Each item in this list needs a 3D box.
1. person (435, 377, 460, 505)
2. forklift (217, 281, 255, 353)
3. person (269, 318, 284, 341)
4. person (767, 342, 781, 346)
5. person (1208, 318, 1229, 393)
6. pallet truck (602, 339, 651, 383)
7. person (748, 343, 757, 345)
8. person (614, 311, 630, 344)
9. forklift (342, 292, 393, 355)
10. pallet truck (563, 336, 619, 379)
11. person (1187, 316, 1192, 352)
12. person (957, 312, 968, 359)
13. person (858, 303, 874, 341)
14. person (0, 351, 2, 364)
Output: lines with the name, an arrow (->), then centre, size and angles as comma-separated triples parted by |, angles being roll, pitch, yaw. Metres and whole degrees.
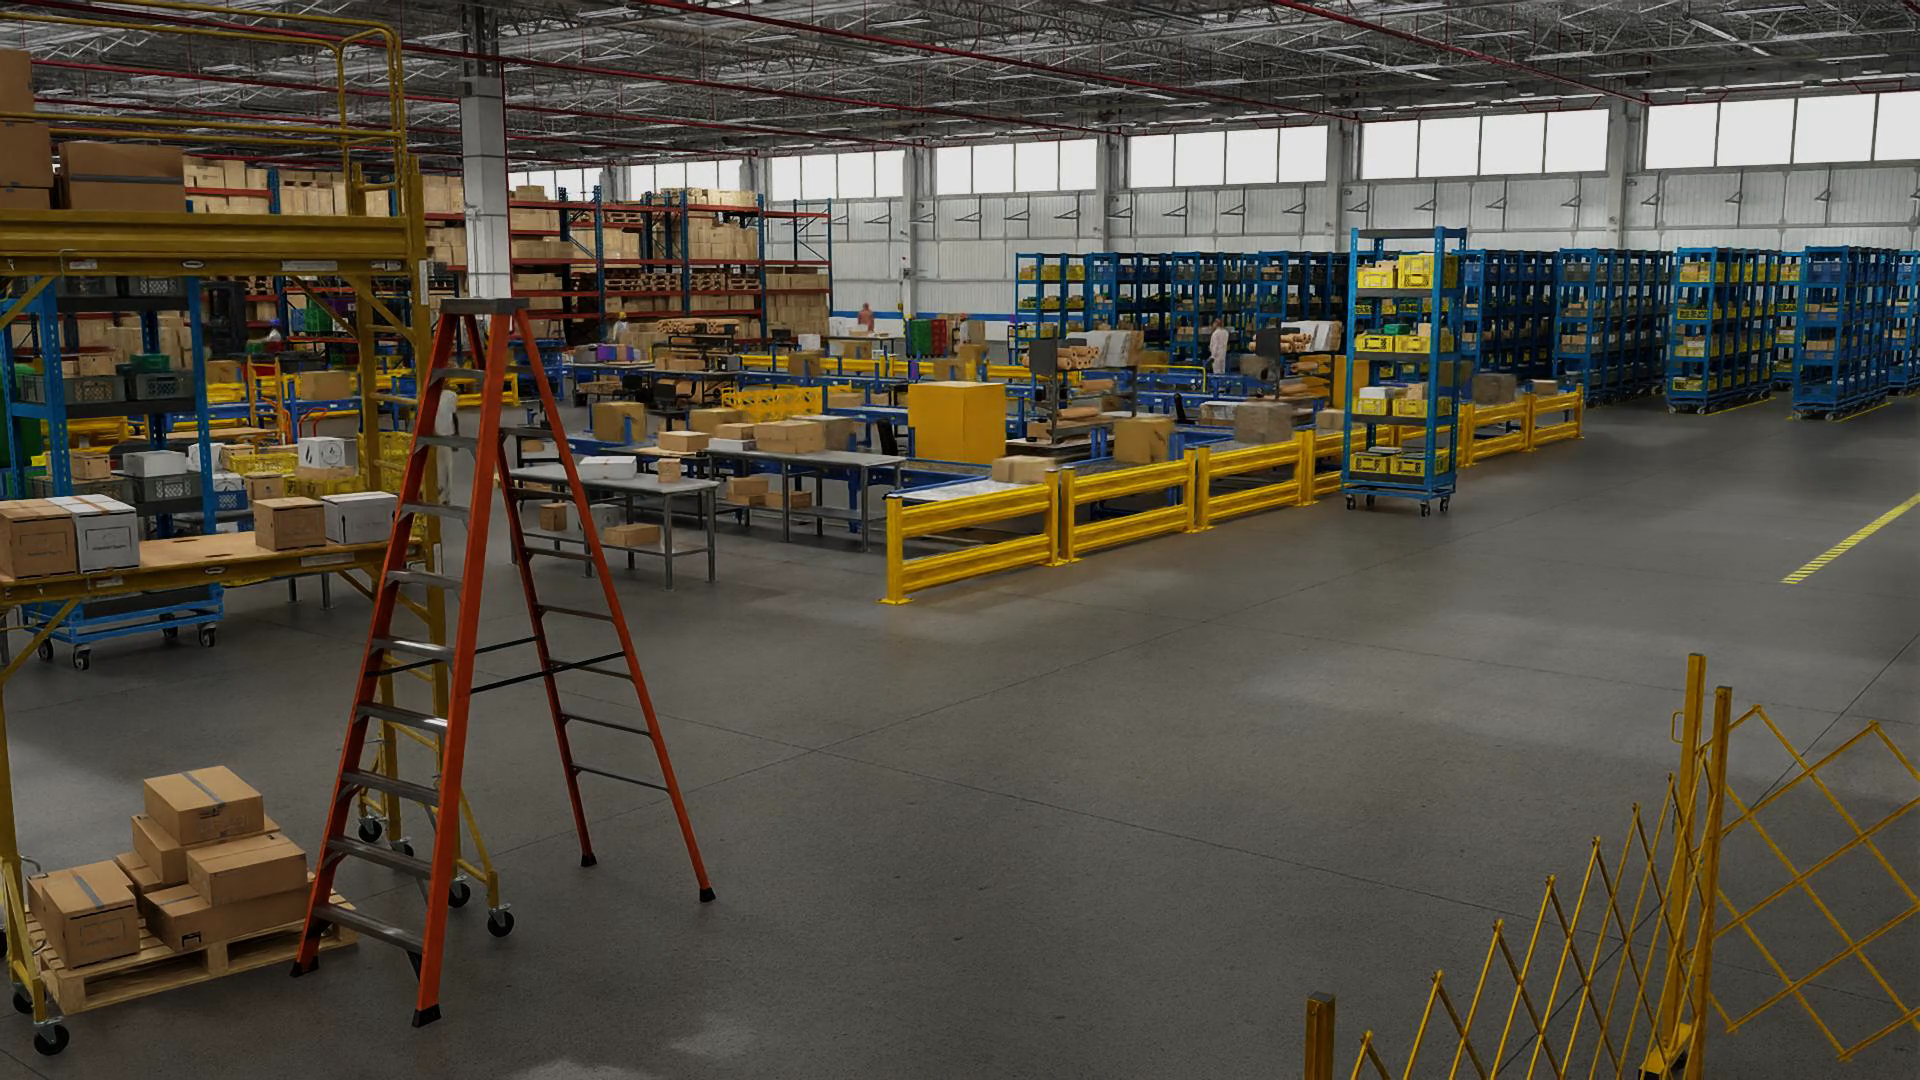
person -> -6.700, -1.317, 21.421 | 0.538, 1.860, 0.506 | -6, 11, -34
forklift -> -19.504, -5.562, 44.746 | 1.129, 2.768, 1.873 | 7, 11, 37
person -> -17.111, -4.604, 41.725 | 0.444, 1.928, 0.630 | -4, 10, -25
person -> -7.738, -8.966, 69.614 | 0.860, 1.702, 0.502 | -3, 9, -16
person -> 6.538, -4.668, 42.198 | 0.409, 1.909, 0.640 | 7, 11, 37
pallet truck -> -8.991, -4.871, 45.351 | 0.653, 1.274, 1.630 | 7, 11, 37
person -> -8.418, -8.846, 68.233 | 0.561, 1.925, 0.485 | 9, 13, 44
person -> -11.049, -6.557, 54.315 | 0.596, 1.810, 0.702 | -9, 13, -44
forklift -> -16.485, -5.622, 45.120 | 1.129, 2.768, 1.873 | 7, 11, 37
pallet truck -> -10.690, -5.294, 48.215 | 1.601, 1.201, 0.680 | -5, 10, -26
person -> 7.124, -5.986, 50.720 | 0.835, 1.815, 0.574 | 3, 10, 20
person -> 0.167, -6.820, 56.168 | 0.775, 1.728, 0.561 | 1, 9, 6
person -> -3.726, -8.469, 65.984 | 0.660, 1.895, 0.540 | -1, 9, -8
person -> -24.743, -4.669, 42.953 | 0.847, 1.650, 0.554 | 1, 9, 6
